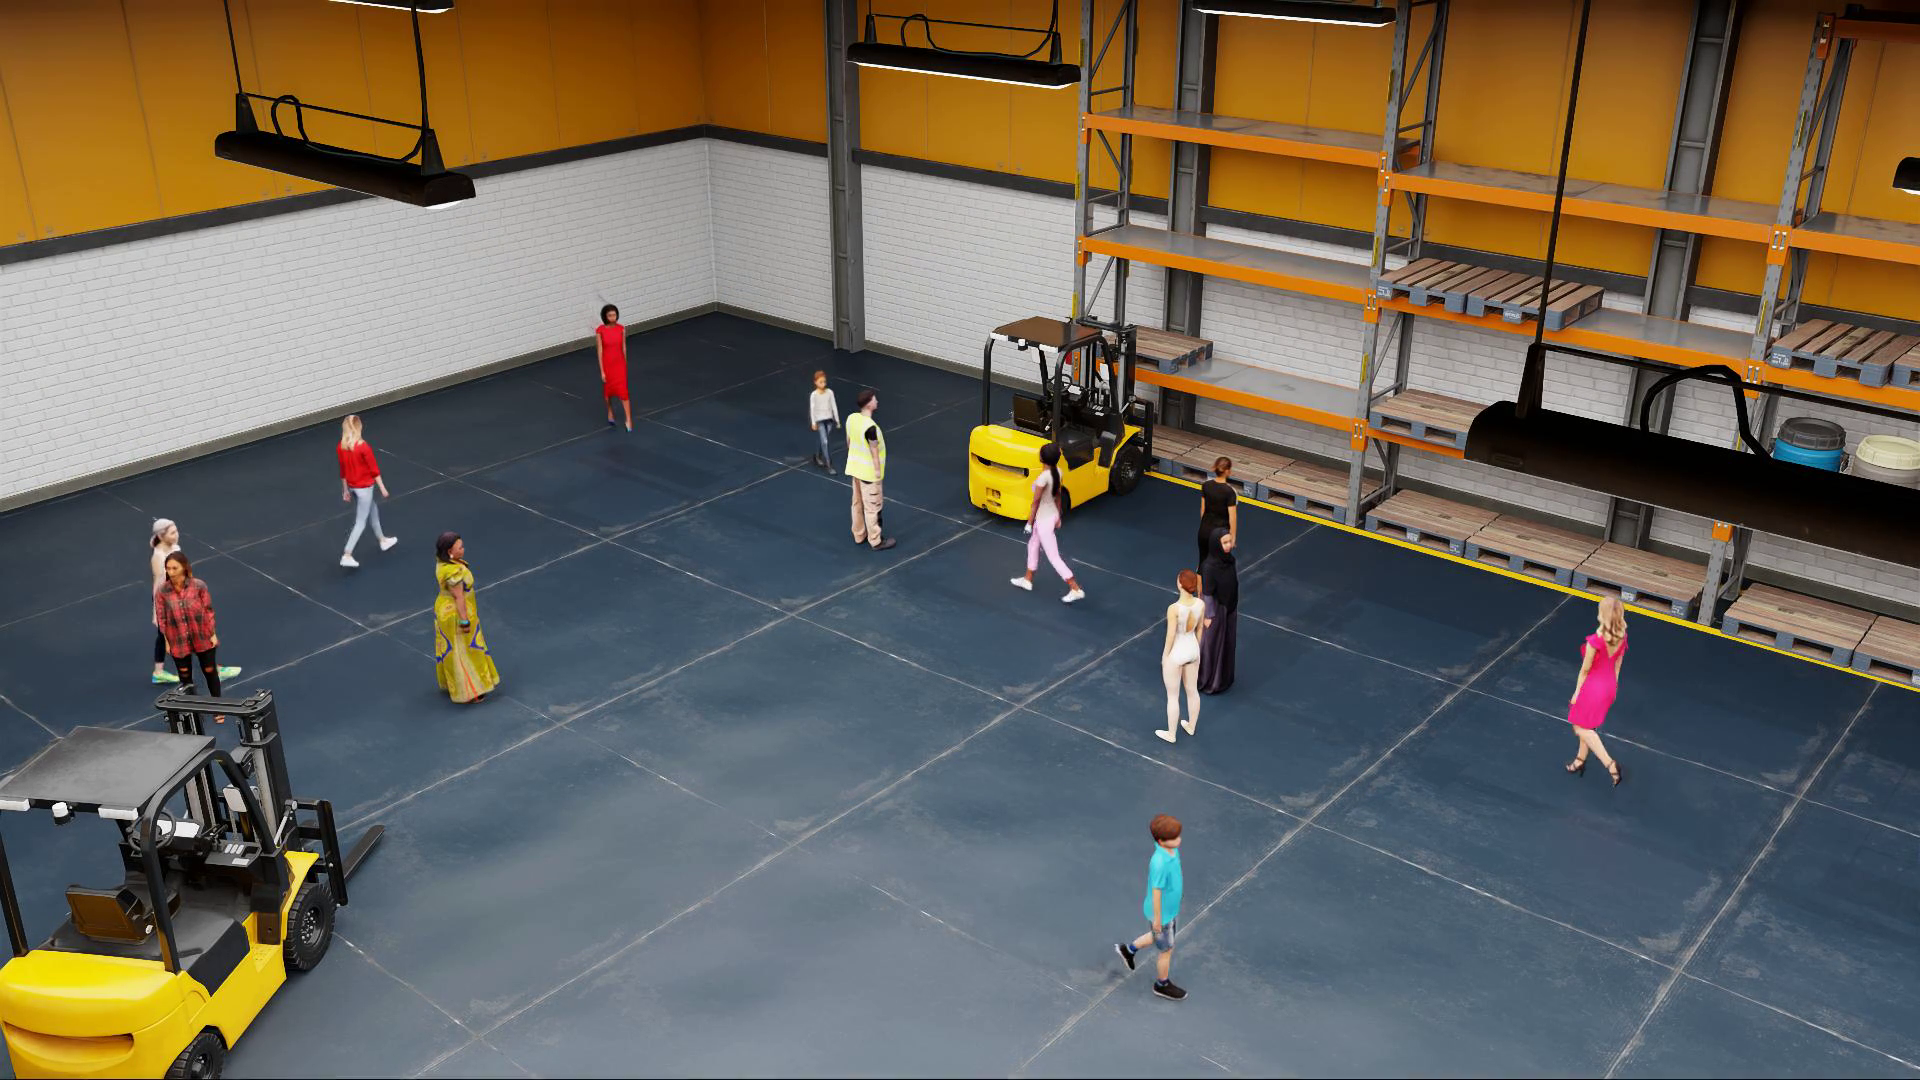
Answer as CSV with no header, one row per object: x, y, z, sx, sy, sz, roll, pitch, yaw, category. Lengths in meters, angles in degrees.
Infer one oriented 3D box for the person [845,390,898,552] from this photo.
-1.028,-0.792,18.493,0.827,1.846,0.732,-16,29,-33,person

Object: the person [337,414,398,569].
-6.538,-0.496,18.042,1.130,1.666,0.847,12,26,25,person

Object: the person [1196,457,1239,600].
2.616,-0.069,17.062,0.465,1.669,0.643,20,31,38,person

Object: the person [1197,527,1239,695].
2.400,0.636,15.517,0.617,1.614,0.610,-21,31,-39,person

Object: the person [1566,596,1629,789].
5.359,1.307,13.864,0.785,1.709,0.959,-12,26,-26,person

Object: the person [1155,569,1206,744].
1.962,1.008,14.629,0.601,1.644,0.580,-14,27,-29,person

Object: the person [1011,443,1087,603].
0.969,-0.141,17.187,1.191,1.700,0.731,12,27,26,person

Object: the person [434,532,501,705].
-4.636,0.696,15.325,1.026,1.658,0.877,-12,26,-26,person

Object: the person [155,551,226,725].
-6.867,0.877,14.858,0.706,1.700,0.728,-7,25,-16,person

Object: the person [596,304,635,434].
-4.642,-2.279,22.076,0.898,1.701,1.174,-10,26,-22,person

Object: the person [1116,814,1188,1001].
1.341,2.499,11.479,0.849,1.435,0.687,8,25,18,person

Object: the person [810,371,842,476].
-1.724,-1.492,20.789,0.677,1.290,0.959,-13,27,-27,person

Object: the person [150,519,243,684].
-7.454,0.611,15.511,1.147,1.665,1.074,0,24,-1,person
